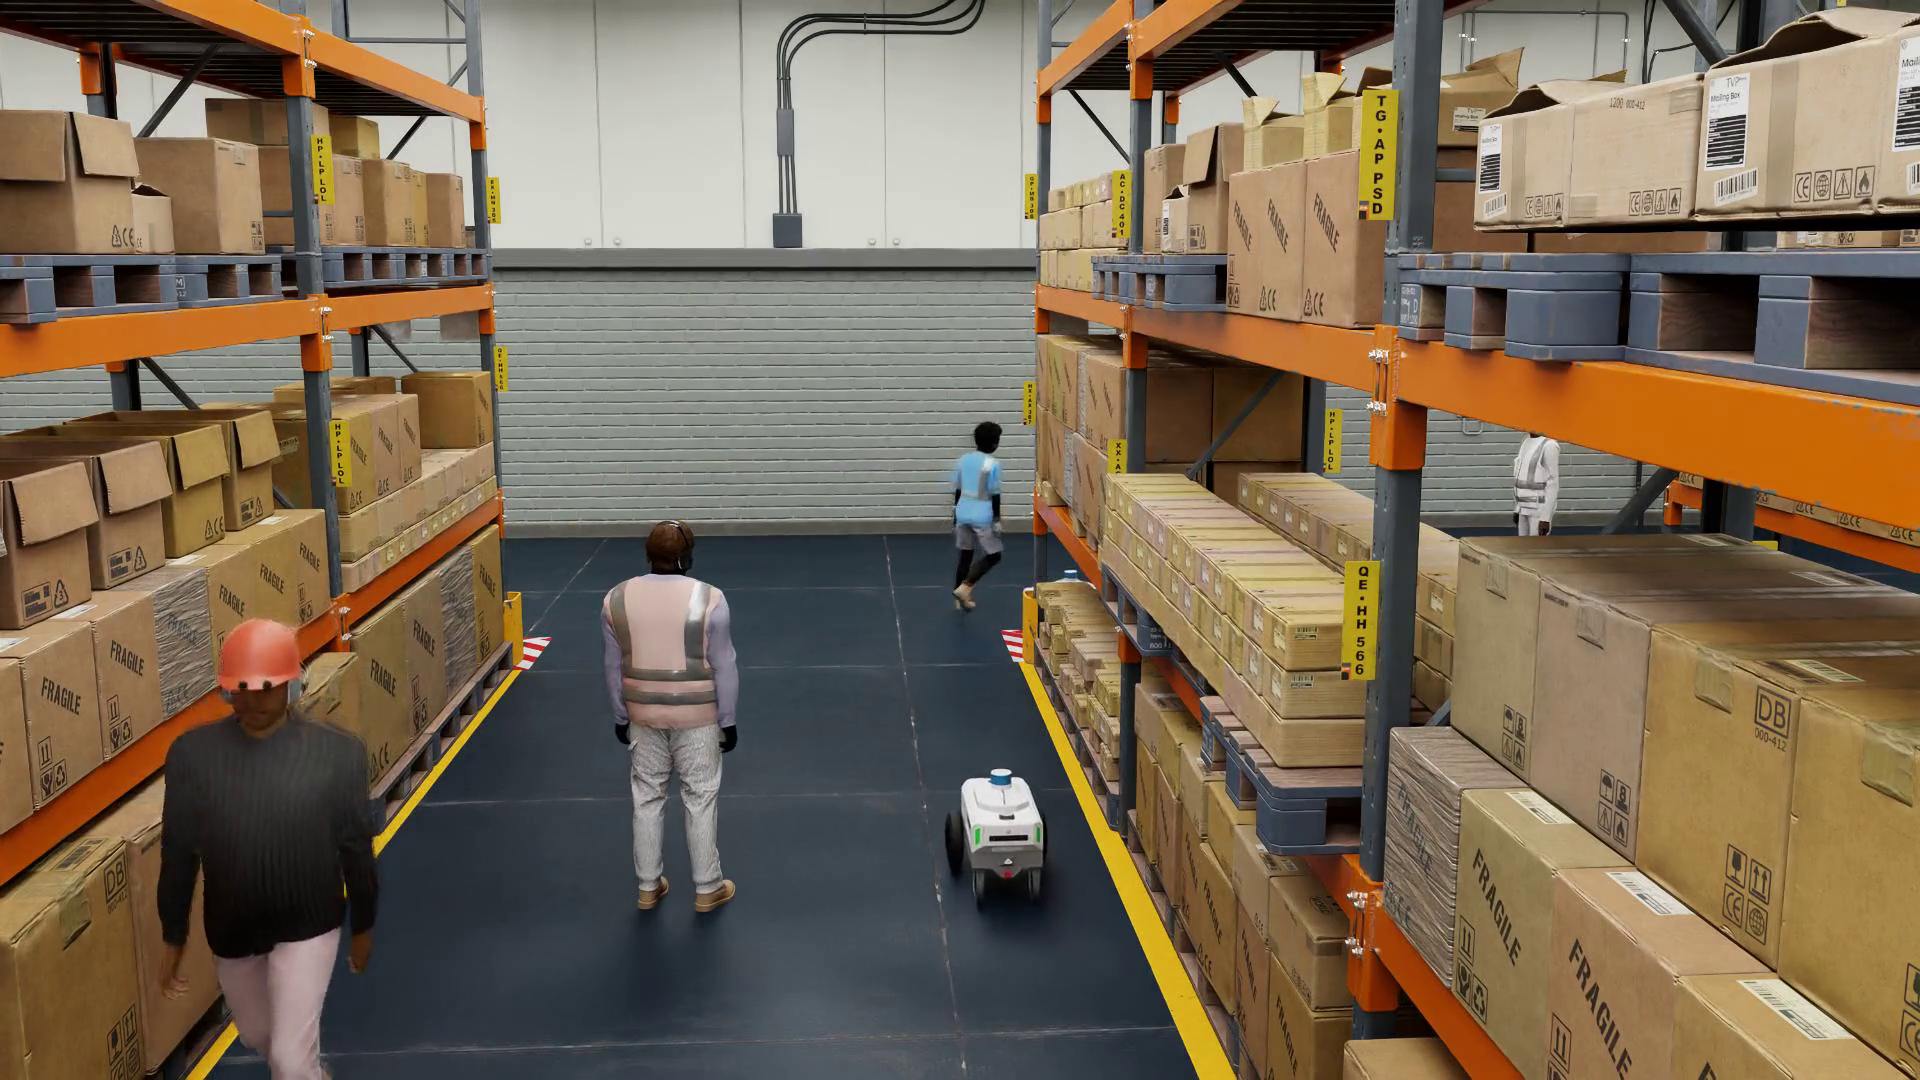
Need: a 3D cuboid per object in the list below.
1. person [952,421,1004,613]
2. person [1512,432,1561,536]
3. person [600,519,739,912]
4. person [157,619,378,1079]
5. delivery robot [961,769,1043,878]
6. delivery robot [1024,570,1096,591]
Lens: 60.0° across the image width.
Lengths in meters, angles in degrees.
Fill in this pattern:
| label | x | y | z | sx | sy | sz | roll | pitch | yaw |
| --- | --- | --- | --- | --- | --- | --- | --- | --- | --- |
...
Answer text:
| label | x | y | z | sx | sy | sz | roll | pitch | yaw |
| --- | --- | --- | --- | --- | --- | --- | --- | --- | --- |
| person | 0.109 | -0.173 | 14.042 | 0.449 | 1.664 | 0.588 | -9 | 13 | -42 |
| person | 4.753 | -0.235 | 13.792 | 0.360 | 1.884 | 0.574 | -1 | 10 | -3 |
| person | -1.319 | 0.817 | 7.723 | 0.633 | 1.843 | 0.429 | 2 | 10 | 10 |
| person | -2.160 | 1.179 | 5.271 | 0.612 | 1.955 | 0.986 | 0 | 10 | -2 |
| delivery robot | 0.199 | 1.355 | 8.059 | 0.477 | 0.478 | 0.707 | -1 | 10 | -4 |
| delivery robot | 0.876 | 0.483 | 13.191 | 0.707 | 0.478 | 0.477 | -3 | 10 | -18 |
